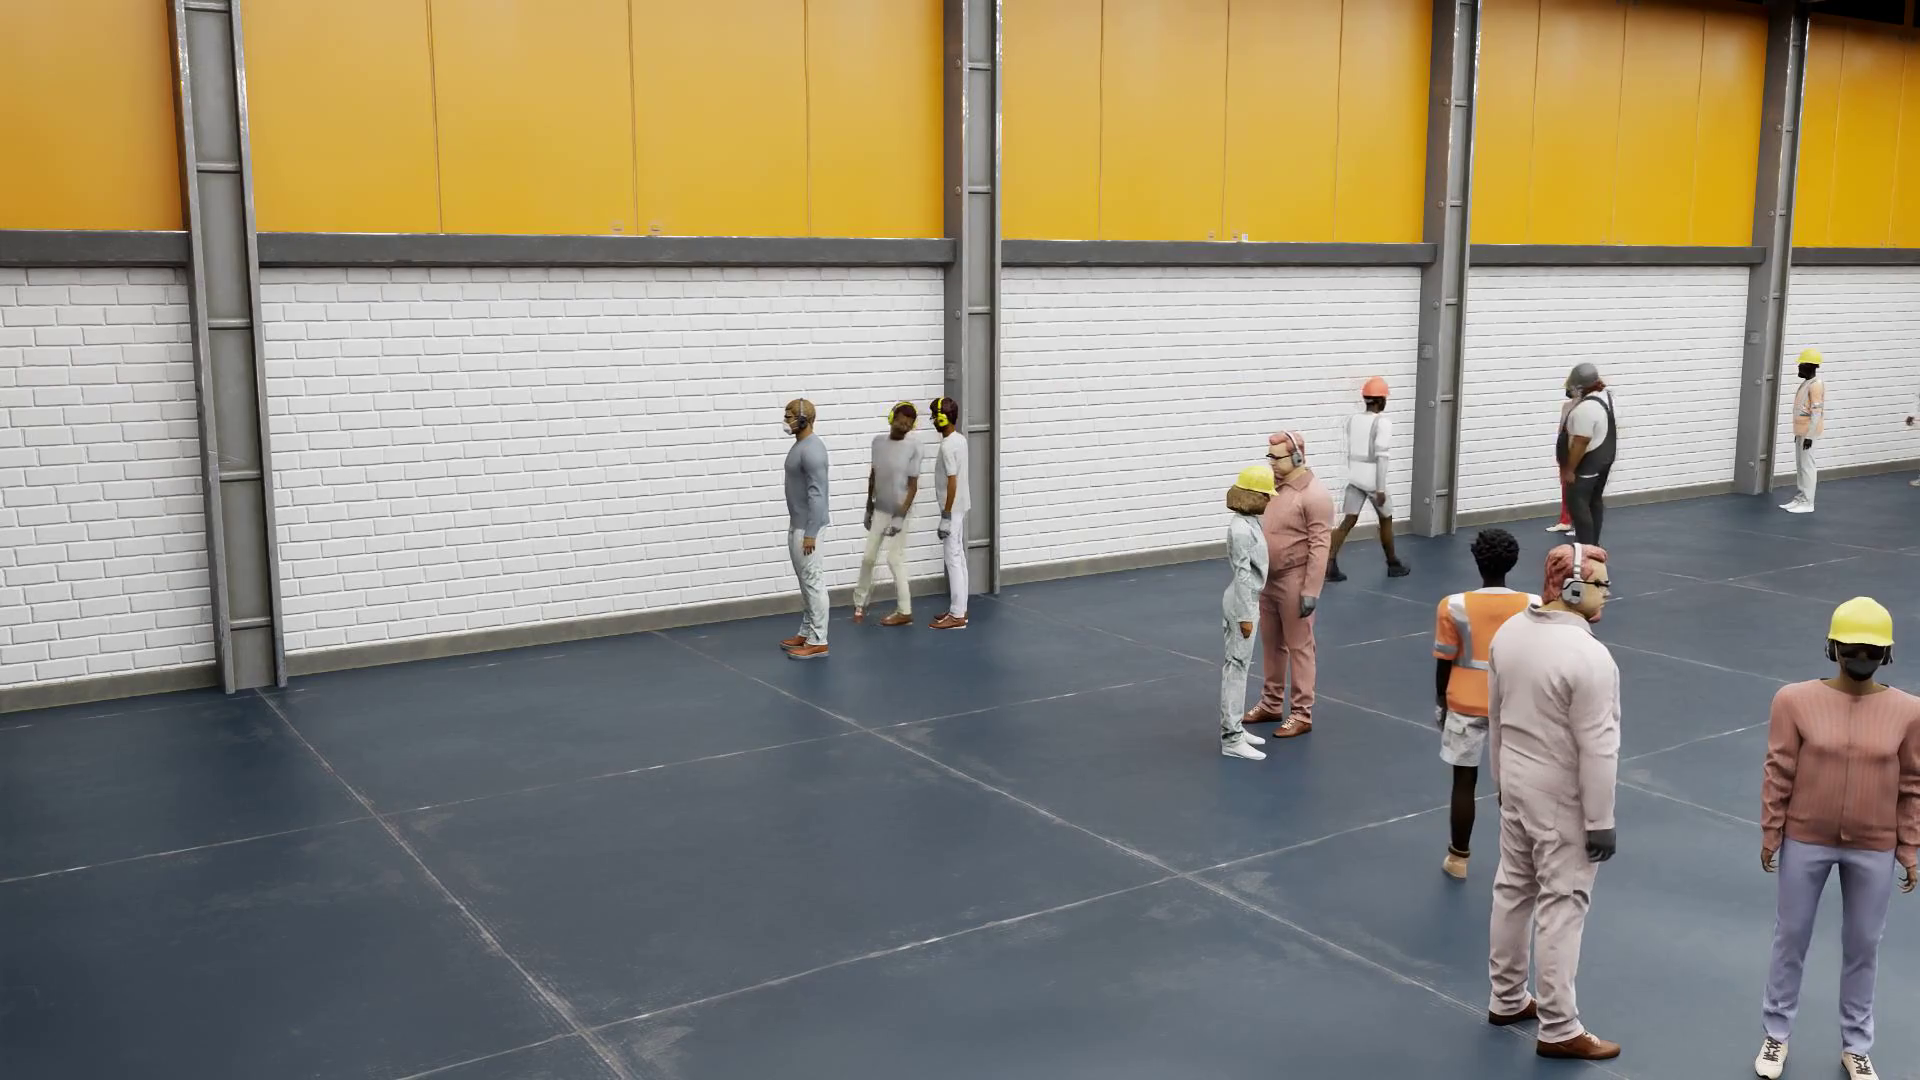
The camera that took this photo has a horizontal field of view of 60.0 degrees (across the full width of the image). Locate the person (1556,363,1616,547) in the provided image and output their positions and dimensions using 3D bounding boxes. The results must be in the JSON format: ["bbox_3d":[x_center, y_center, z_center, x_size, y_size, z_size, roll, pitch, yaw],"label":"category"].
[{"bbox_3d":[6.031,-0.760,16.084,0.534,2.000,0.772,8,12,41],"label":"person"}]

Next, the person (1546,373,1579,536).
[{"bbox_3d":[6.601,-0.928,17.928,0.314,1.769,0.525,-3,10,-15],"label":"person"}]

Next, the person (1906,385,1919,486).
[{"bbox_3d":[12.757,-1.624,21.783,0.405,1.880,0.596,-2,10,-15],"label":"person"}]

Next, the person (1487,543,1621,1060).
[{"bbox_3d":[2.227,0.953,6.185,0.401,1.904,0.640,-2,10,-14],"label":"person"}]

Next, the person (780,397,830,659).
[{"bbox_3d":[-1.151,-0.092,12.364,0.357,1.938,0.637,-2,10,-14],"label":"person"}]

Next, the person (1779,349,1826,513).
[{"bbox_3d":[9.935,-1.280,19.551,0.356,1.930,0.592,2,10,14],"label":"person"}]

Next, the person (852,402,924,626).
[{"bbox_3d":[-0.597,-0.214,13.460,0.629,1.821,0.383,7,11,35],"label":"person"}]

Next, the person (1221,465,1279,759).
[{"bbox_3d":[1.719,0.418,9.899,0.307,1.738,0.485,2,10,11],"label":"person"}]

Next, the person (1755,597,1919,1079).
[{"bbox_3d":[3.113,1.069,5.884,0.525,1.772,0.308,4,10,21],"label":"person"}]

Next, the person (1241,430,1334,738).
[{"bbox_3d":[2.003,0.267,10.325,0.406,1.903,0.637,-4,10,-25],"label":"person"}]

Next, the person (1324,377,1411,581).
[{"bbox_3d":[3.743,-0.555,15.334,1.005,1.889,0.569,-6,11,-31],"label":"person"}]

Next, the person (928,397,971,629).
[{"bbox_3d":[-0.090,-0.213,13.328,0.333,1.865,0.520,2,10,11],"label":"person"}]

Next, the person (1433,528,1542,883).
[{"bbox_3d":[2.489,0.788,7.818,0.538,1.698,0.319,2,10,11],"label":"person"}]
